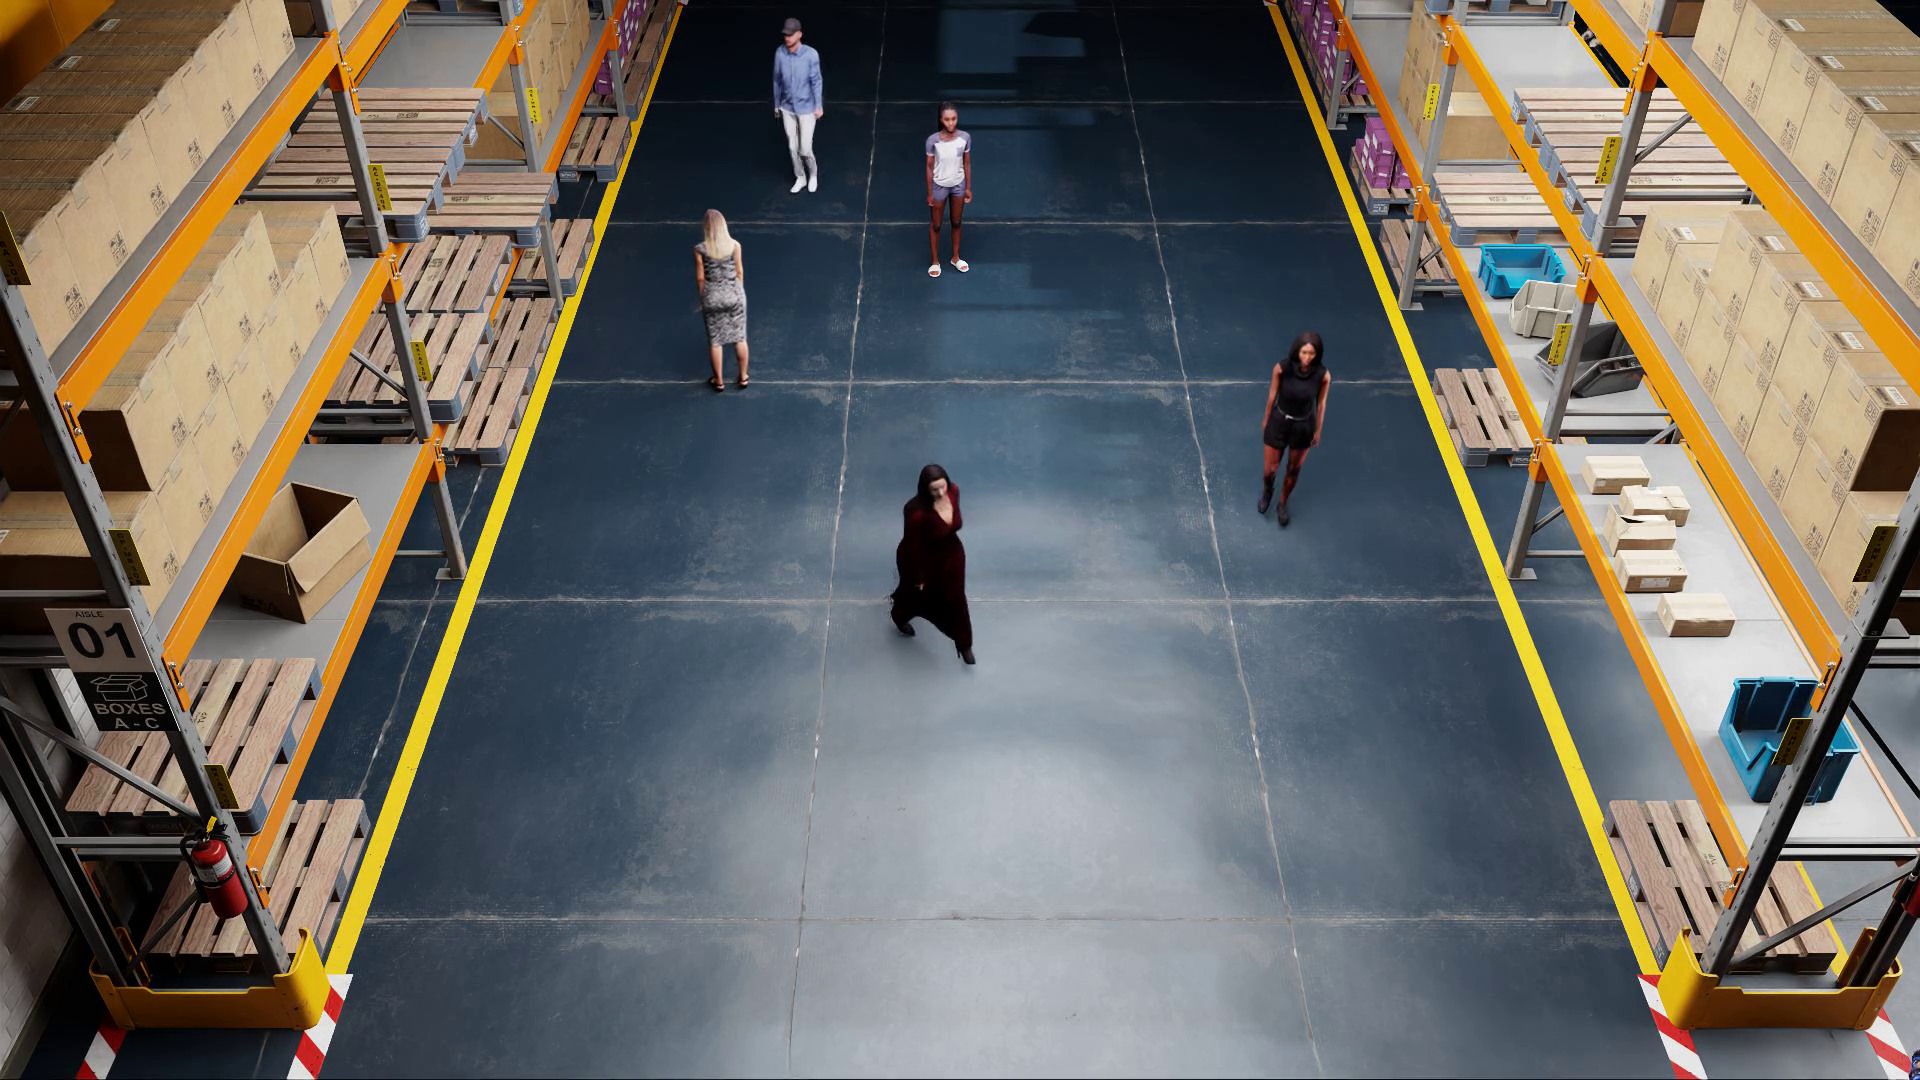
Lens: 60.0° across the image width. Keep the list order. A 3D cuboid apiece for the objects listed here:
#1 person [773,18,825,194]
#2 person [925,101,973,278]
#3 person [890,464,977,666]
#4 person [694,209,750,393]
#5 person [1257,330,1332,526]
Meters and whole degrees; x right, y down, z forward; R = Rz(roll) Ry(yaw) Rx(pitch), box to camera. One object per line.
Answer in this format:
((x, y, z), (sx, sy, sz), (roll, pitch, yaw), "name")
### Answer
((-1.645, -4.538, 17.299), (0.749, 1.876, 0.746), (12, 40, 15), "person")
((-0.113, -3.374, 15.966), (0.673, 1.721, 0.659), (-11, 40, -13), "person")
((-0.268, 0.089, 11.645), (1.171, 1.701, 1.096), (29, 47, 31), "person")
((-2.038, -2.052, 14.326), (0.587, 1.700, 0.544), (-6, 39, -7), "person")
((2.567, -0.907, 12.869), (0.645, 1.730, 0.647), (5, 39, 7), "person")
